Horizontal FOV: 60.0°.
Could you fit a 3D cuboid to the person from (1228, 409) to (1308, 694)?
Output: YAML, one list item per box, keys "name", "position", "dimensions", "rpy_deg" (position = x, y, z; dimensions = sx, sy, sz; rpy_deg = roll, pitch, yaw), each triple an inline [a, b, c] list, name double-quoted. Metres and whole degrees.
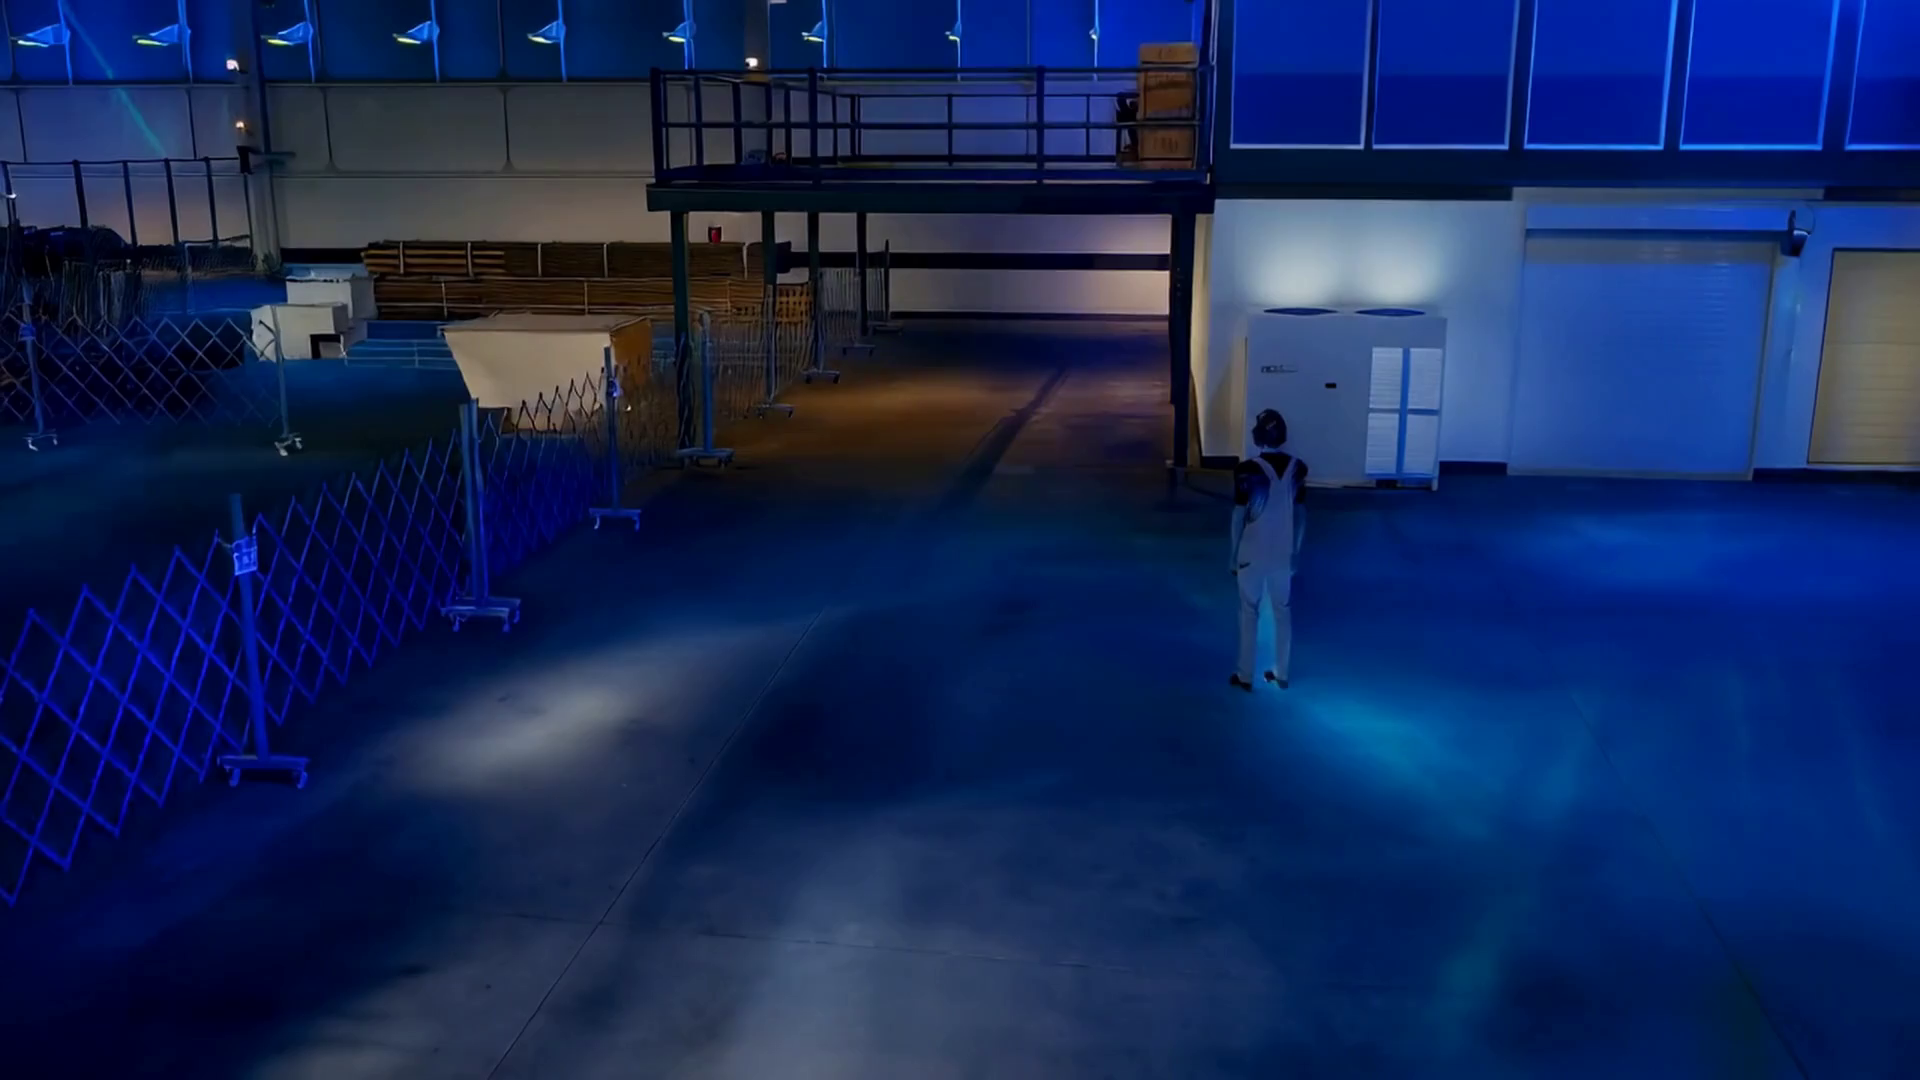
- name: "person"
  position: [1.965, 0.081, 10.646]
  dimensions: [0.501, 1.839, 0.345]
  rpy_deg: [-4, 14, -17]
